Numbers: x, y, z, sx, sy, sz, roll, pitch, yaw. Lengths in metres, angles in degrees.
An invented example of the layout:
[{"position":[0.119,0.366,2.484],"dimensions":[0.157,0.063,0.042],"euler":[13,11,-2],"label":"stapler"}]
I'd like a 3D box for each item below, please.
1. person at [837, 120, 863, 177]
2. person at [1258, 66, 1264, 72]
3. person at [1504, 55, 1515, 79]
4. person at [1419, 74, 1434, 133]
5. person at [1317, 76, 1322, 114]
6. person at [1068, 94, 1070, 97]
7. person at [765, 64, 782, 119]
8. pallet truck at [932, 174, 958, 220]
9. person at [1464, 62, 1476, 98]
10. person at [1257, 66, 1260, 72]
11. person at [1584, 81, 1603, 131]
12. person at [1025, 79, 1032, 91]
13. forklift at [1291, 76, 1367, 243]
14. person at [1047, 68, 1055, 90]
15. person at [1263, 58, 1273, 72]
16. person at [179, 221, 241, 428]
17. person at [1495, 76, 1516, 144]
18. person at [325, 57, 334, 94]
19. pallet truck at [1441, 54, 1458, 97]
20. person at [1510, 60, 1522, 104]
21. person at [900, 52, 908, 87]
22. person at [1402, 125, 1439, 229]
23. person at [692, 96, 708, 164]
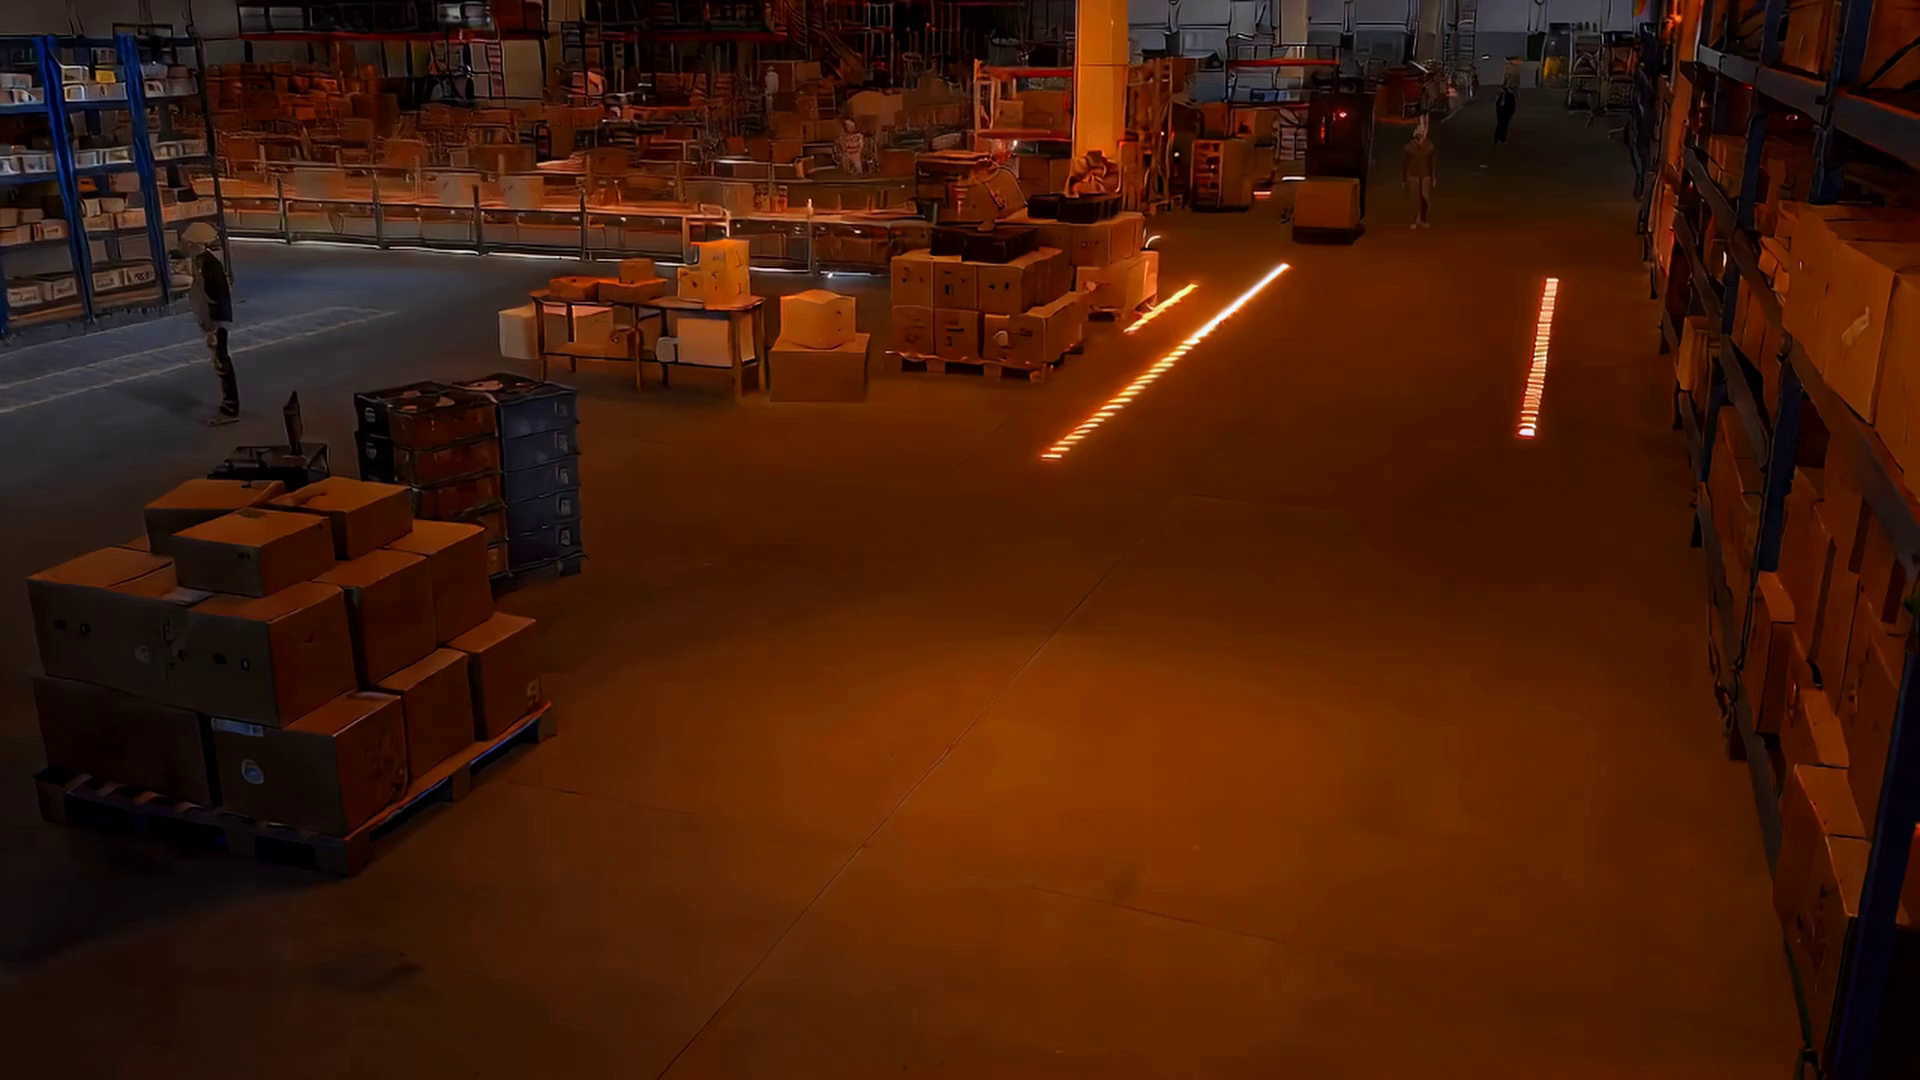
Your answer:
[{"position":[-2.376,-8.218,35.923],"dimensions":[0.557,1.668,0.727],"euler":[0,18,1],"label":"person"},{"position":[13.365,-20.369,74.036],"dimensions":[0.899,1.712,0.538],"euler":[2,18,6],"label":"person"},{"position":[26.716,-22.627,80.938],"dimensions":[0.506,1.842,0.348],"euler":[-7,19,-22],"label":"person"},{"position":[15.315,-14.357,54.807],"dimensions":[0.364,1.933,0.543],"euler":[-8,19,-23],"label":"person"},{"position":[11.964,-14.516,55.440],"dimensions":[0.653,1.846,0.550],"euler":[8,19,22],"label":"person"},{"position":[3.579,-13.195,51.380],"dimensions":[0.605,1.788,0.902],"euler":[4,18,13],"label":"person"},{"position":[-6.961,-16.715,62.102],"dimensions":[0.890,2.019,0.614],"euler":[15,23,40],"label":"person"},{"position":[-0.507,-5.292,27.348],"dimensions":[0.653,1.274,1.630],"euler":[6,19,19],"label":"pallet truck"},{"position":[23.887,-21.553,77.864],"dimensions":[0.531,1.660,0.855],"euler":[2,18,7],"label":"person"},{"position":[14.778,-22.974,82.225],"dimensions":[0.560,1.722,0.518],"euler":[3,18,9],"label":"person"},{"position":[21.576,-14.788,56.614],"dimensions":[0.533,1.656,0.897],"euler":[-5,18,-16],"label":"person"},{"position":[2.689,-17.478,64.711],"dimensions":[0.327,1.874,0.519],"euler":[-1,18,-2],"label":"person"},{"position":[6.598,-6.755,29.381],"dimensions":[1.129,2.768,1.873],"euler":[6,19,19],"label":"forklift"},{"position":[4.706,-24.226,85.917],"dimensions":[0.595,1.880,1.006],"euler":[6,19,18],"label":"person"},{"position":[14.213,-21.421,77.195],"dimensions":[0.804,1.819,0.632],"euler":[-7,19,-21],"label":"person"},{"position":[-7.279,-2.101,16.191],"dimensions":[0.376,1.996,0.612],"euler":[-8,19,-23],"label":"person"},{"position":[16.648,-13.095,50.663],"dimensions":[0.673,2.000,0.536],"euler":[-14,22,-37],"label":"person"},{"position":[-29.373,-21.554,77.521],"dimensions":[0.458,1.868,0.600],"euler":[6,19,17],"label":"person"},{"position":[22.765,-21.886,78.355],"dimensions":[0.823,1.965,1.885],"euler":[-4,18,-14],"label":"pallet truck"},{"position":[24.131,-19.866,72.209],"dimensions":[0.997,1.873,0.588],"euler":[-15,23,-39],"label":"person"},{"position":[-2.952,-24.724,87.530],"dimensions":[0.429,1.840,0.635],"euler":[0,18,0],"label":"person"},{"position":[8.525,-6.727,30.870],"dimensions":[0.650,1.911,0.530],"euler":[5,18,14],"label":"person"},{"position":[-6.913,-10.893,44.196],"dimensions":[0.330,1.765,0.533],"euler":[-6,19,-17],"label":"person"}]
